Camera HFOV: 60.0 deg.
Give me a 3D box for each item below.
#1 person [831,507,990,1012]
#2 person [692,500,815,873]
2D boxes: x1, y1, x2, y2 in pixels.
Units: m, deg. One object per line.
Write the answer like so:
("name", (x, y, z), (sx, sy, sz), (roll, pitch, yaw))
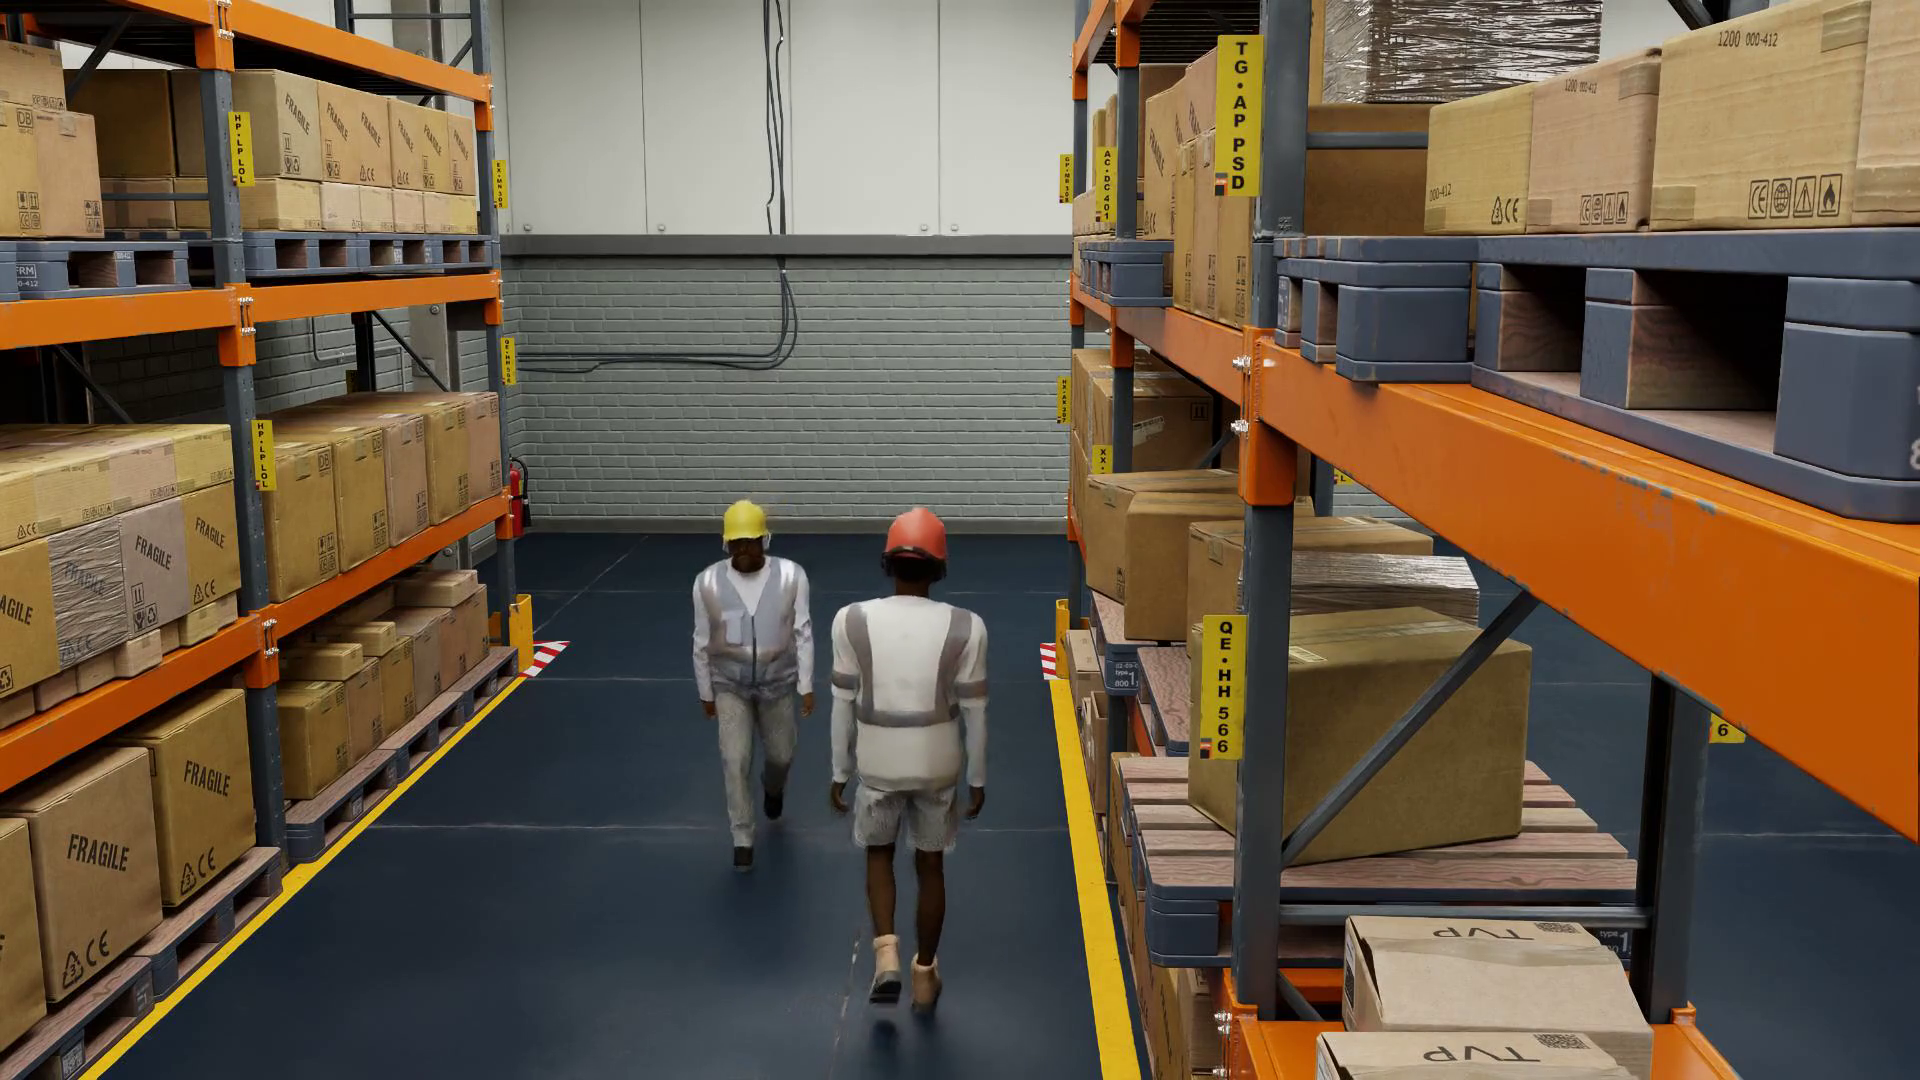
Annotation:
("person", (-0.195, 0.882, 6.495), (0.629, 2.024, 0.487), (0, 10, 2))
("person", (-1.024, 0.678, 8.248), (0.598, 1.808, 0.694), (-1, 10, -8))
